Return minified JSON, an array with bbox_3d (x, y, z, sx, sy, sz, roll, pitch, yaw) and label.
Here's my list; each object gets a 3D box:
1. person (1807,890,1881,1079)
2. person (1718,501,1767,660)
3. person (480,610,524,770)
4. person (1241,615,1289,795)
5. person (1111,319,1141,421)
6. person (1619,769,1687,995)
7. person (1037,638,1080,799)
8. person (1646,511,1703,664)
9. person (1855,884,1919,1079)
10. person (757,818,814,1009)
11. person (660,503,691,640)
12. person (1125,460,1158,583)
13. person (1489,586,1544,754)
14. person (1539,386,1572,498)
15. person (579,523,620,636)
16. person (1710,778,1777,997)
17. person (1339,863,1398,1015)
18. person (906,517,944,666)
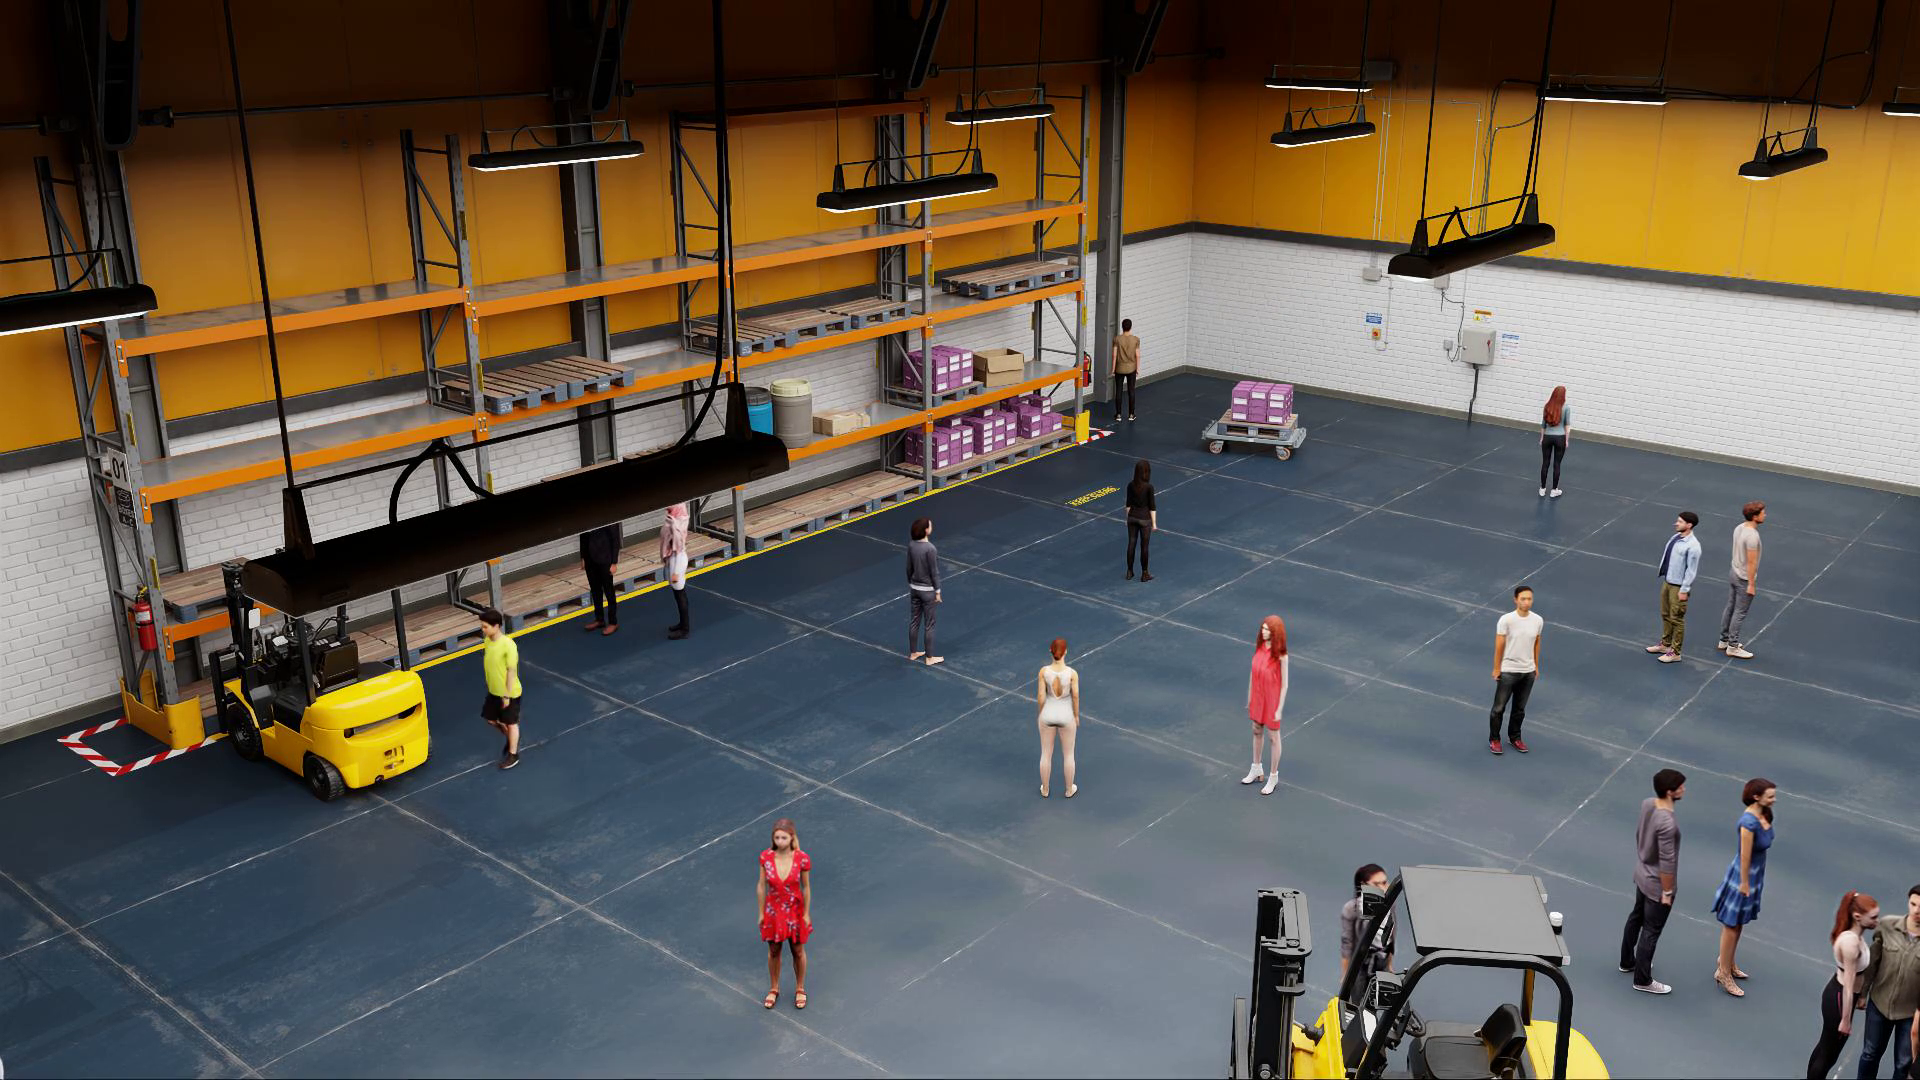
[{"bbox_3d":[6.120,3.228,11.569,0.679,1.742,0.494,11,21,29],"label":"person"},{"bbox_3d":[9.228,0.439,19.607,0.798,1.898,0.703,1,19,3],"label":"person"},{"bbox_3d":[-4.569,1.475,16.849,0.680,1.695,0.763,11,22,30],"label":"person"},{"bbox_3d":[3.016,1.591,16.297,0.597,1.828,0.640,-12,22,-32],"label":"person"},{"bbox_3d":[3.002,-3.101,30.194,0.753,1.851,0.772,1,19,4],"label":"person"},{"bbox_3d":[5.469,2.653,13.104,0.801,1.853,0.716,0,19,0],"label":"person"},{"bbox_3d":[0.947,1.727,16.183,0.620,1.643,0.633,2,19,7],"label":"person"},{"bbox_3d":[8.403,0.529,19.475,0.812,1.812,0.747,-1,19,-4],"label":"person"},{"bbox_3d":[6.475,3.202,11.454,0.709,1.866,0.593,17,25,42],"label":"person"},{"bbox_3d":[-1.345,2.872,12.864,0.664,1.592,0.704,1,19,3],"label":"person"},{"bbox_3d":[-3.415,0.314,20.128,0.795,1.803,0.735,-2,19,-4],"label":"person"},{"bbox_3d":[2.387,-0.263,22.095,0.621,1.641,0.553,10,21,28],"label":"person"},{"bbox_3d":[5.729,1.318,17.143,0.696,1.804,0.772,-3,19,-8],"label":"person"},{"bbox_3d":[9.184,-1.532,25.704,0.604,1.743,0.574,11,22,31],"label":"person"},{"bbox_3d":[-4.387,0.223,20.276,0.739,1.881,0.621,10,21,27],"label":"person"},{"bbox_3d":[6.176,2.693,13.059,0.754,1.806,0.545,11,22,30],"label":"person"},{"bbox_3d":[2.935,3.098,12.055,0.671,1.679,0.774,-8,20,-23],"label":"person"},{"bbox_3d":[-0.426,0.577,19.402,0.610,1.768,0.495,15,24,38],"label":"person"}]
